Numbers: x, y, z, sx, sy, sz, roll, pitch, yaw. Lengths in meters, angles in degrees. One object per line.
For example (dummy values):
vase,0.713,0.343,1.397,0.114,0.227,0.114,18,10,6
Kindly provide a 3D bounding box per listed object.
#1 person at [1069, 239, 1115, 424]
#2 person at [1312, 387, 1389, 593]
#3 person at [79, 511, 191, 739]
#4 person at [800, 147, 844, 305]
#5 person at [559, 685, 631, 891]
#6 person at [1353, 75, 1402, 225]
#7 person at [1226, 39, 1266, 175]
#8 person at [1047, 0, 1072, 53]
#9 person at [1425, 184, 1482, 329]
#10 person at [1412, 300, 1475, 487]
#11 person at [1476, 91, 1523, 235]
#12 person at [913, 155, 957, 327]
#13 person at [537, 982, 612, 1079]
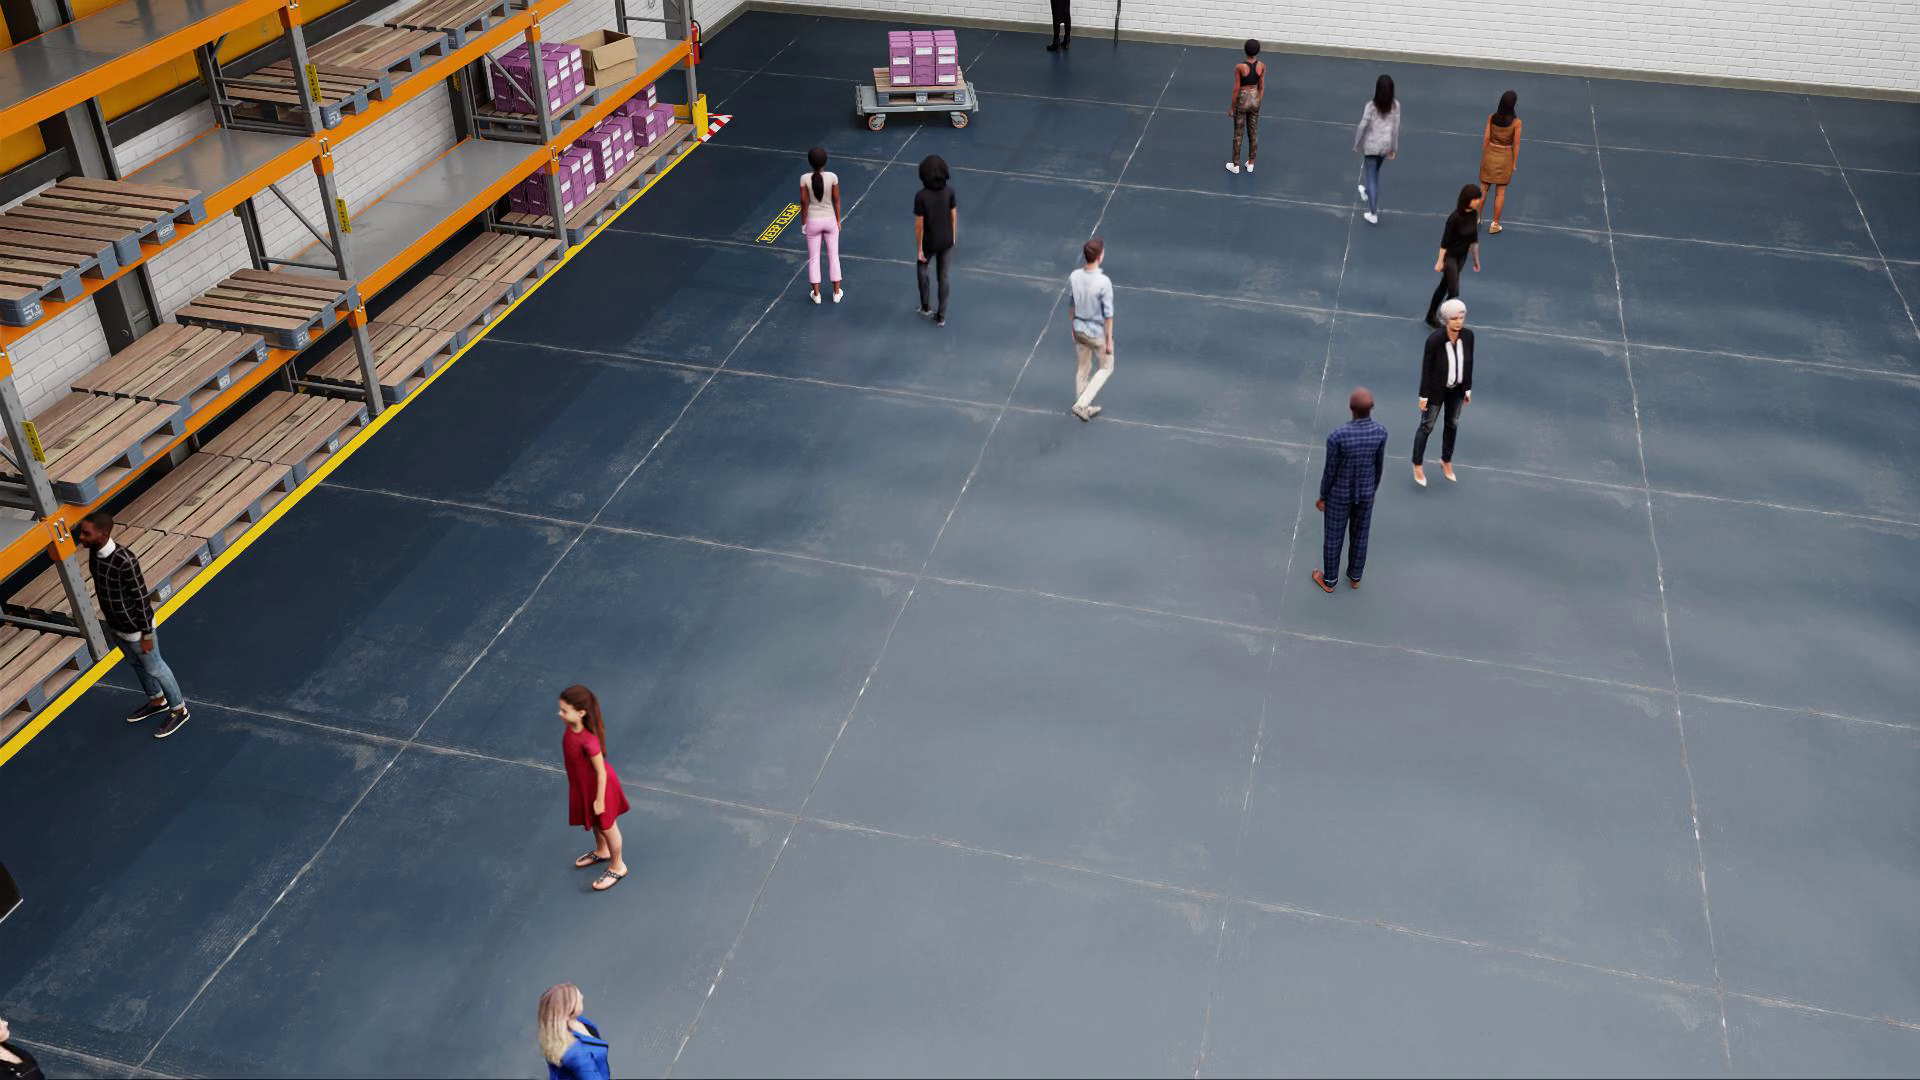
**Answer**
person,1.170,-1.896,15.480,0.829,1.842,0.898,27,42,34
person,3.118,-0.397,13.244,0.754,1.820,0.752,-6,34,-8
person,-5.870,0.566,11.795,0.735,1.820,0.684,21,39,28
person,-1.487,-3.375,17.796,0.647,1.741,0.636,-5,34,-7
person,-2.333,1.538,10.575,0.740,1.552,0.680,-22,39,-29
person,4.954,-4.584,19.661,0.941,1.691,1.186,-7,34,-10
person,3.621,-5.492,21.018,0.661,1.700,0.669,-8,34,-11
person,1.535,-8.319,25.199,0.669,1.780,0.747,-21,39,-28
person,5.063,-2.951,17.265,0.868,1.622,0.889,-23,40,-31
person,4.266,-1.298,14.497,0.818,1.780,0.740,-7,34,-10
person,6.274,-4.413,19.405,0.627,1.689,0.609,21,39,28
person,-0.222,-3.082,17.285,0.805,1.819,0.856,-8,35,-12
person,-2.005,2.896,8.408,0.774,1.690,0.714,-18,38,-25
